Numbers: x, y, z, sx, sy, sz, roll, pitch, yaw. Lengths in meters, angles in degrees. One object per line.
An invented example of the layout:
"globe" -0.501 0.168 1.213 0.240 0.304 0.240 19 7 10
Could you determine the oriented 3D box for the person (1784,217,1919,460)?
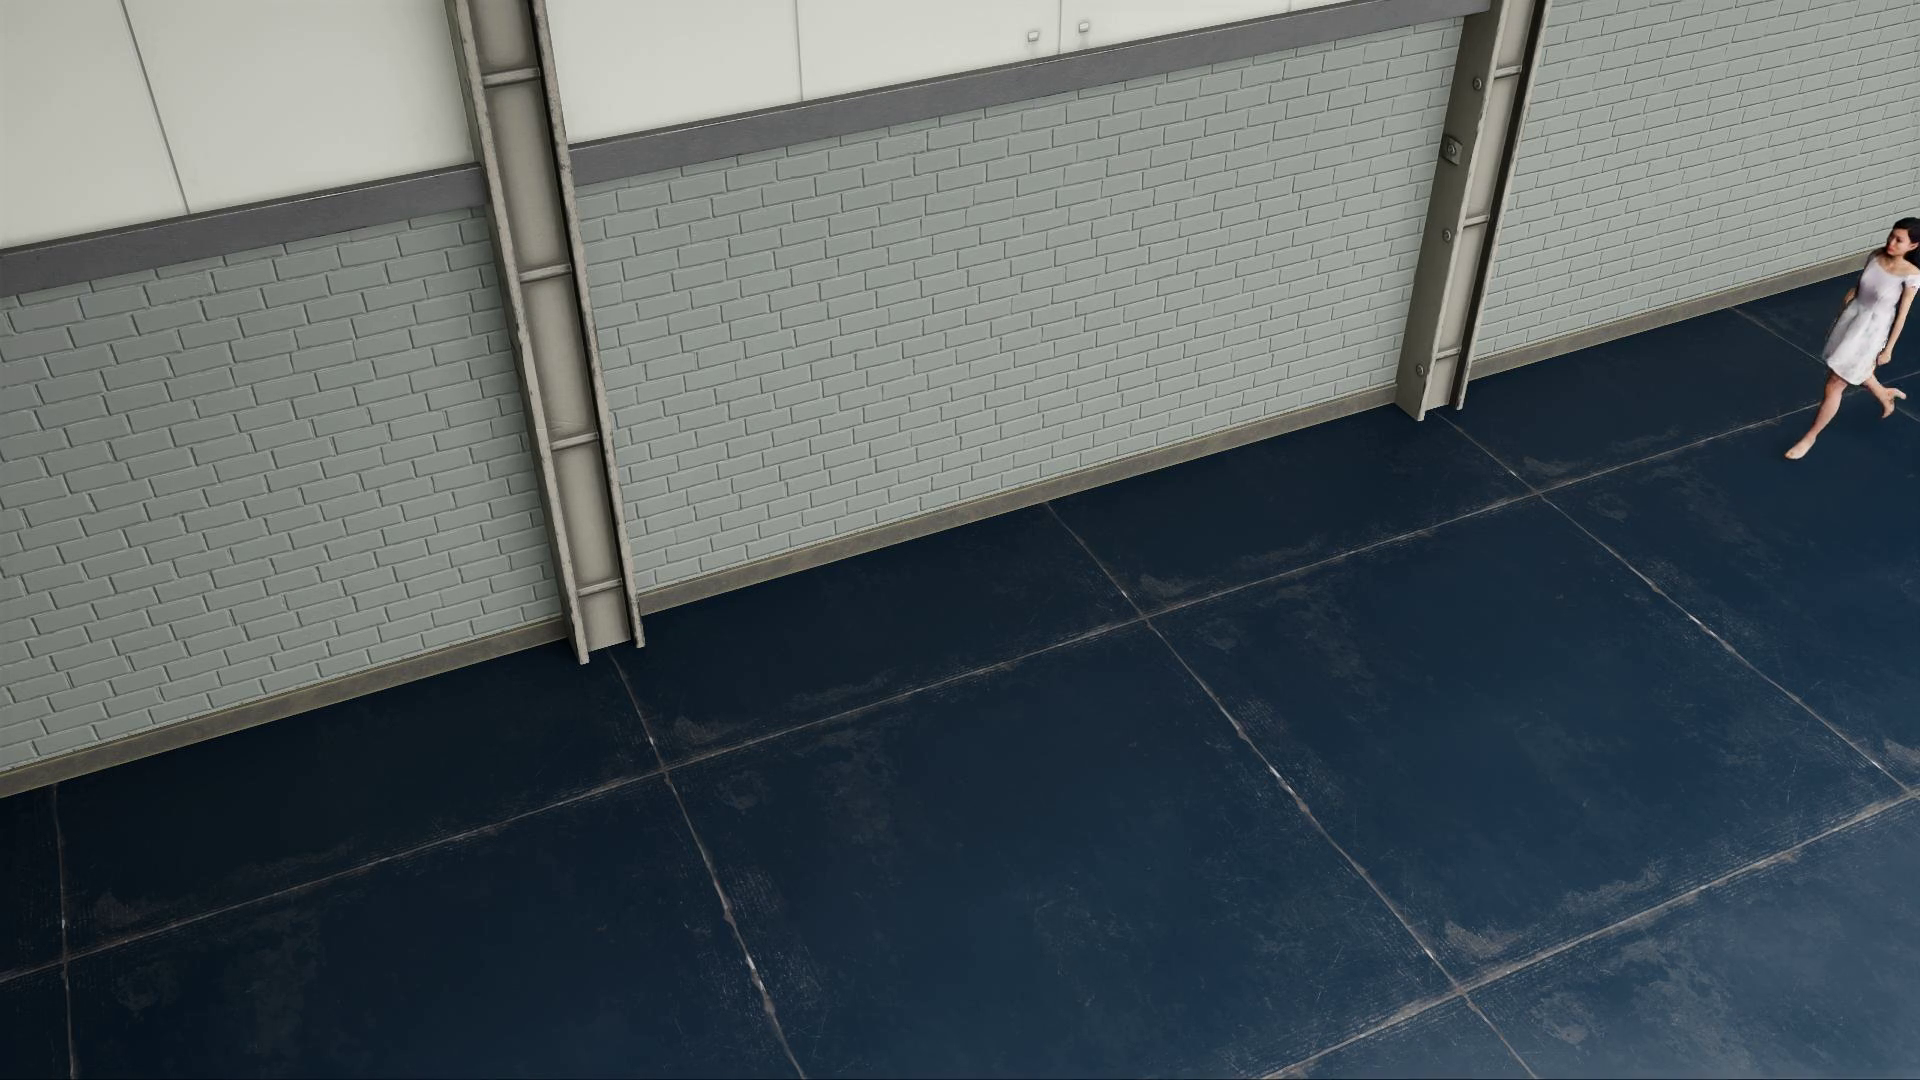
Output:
"person" 5.968 -1.318 10.893 1.138 1.743 0.730 -11 39 -13
